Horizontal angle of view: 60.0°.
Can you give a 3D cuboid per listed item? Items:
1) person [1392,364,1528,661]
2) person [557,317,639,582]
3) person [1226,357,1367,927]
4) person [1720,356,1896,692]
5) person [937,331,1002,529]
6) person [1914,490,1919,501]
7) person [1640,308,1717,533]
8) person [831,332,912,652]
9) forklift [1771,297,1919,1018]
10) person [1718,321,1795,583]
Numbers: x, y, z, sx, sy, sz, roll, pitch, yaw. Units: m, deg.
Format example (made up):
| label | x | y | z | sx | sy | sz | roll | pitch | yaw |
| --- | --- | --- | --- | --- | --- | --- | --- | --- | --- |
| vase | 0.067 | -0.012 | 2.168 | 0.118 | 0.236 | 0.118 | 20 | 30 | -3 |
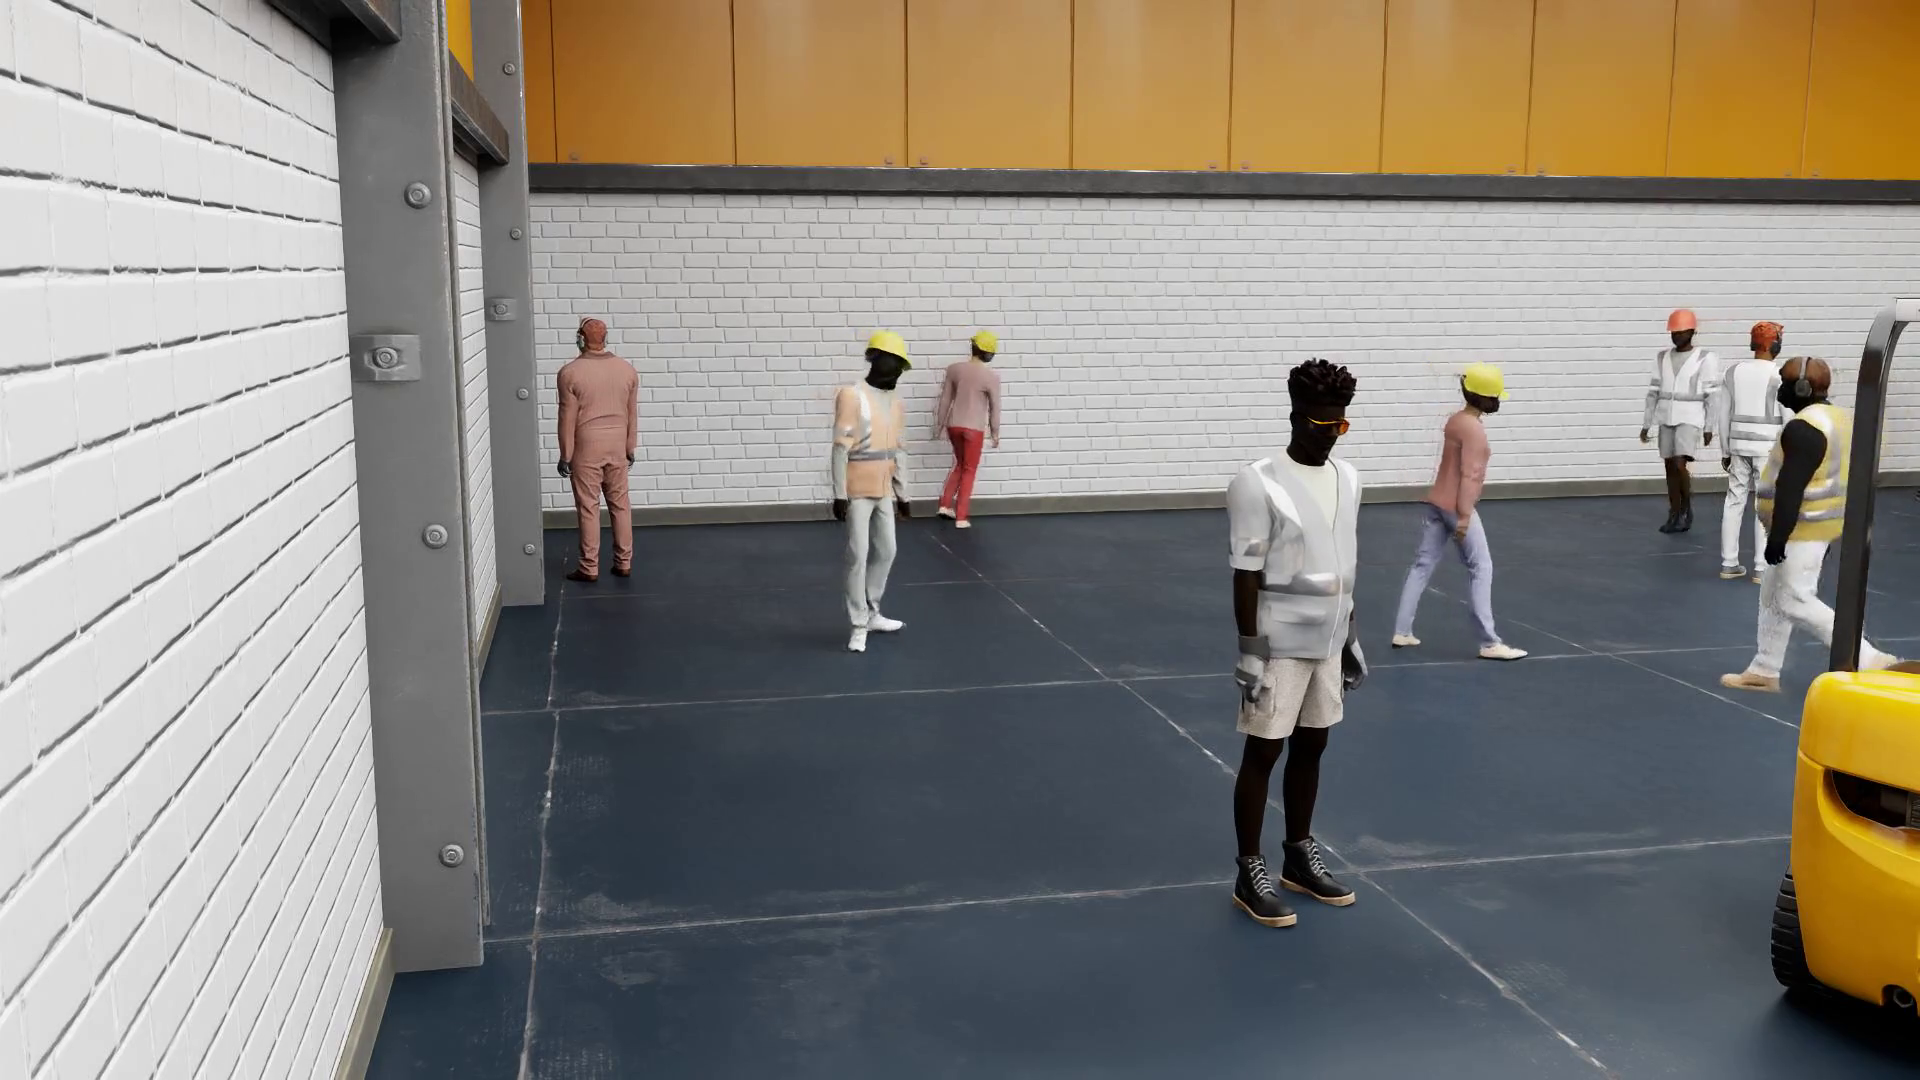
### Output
| label | x | y | z | sx | sy | sz | roll | pitch | yaw |
| --- | --- | --- | --- | --- | --- | --- | --- | --- | --- |
| person | 2.905 | -0.166 | 9.713 | 0.703 | 1.716 | 0.564 | 0 | 9 | -3 |
| person | -2.636 | -0.649 | 12.040 | 0.643 | 1.909 | 0.410 | -9 | 13 | -42 |
| person | 1.191 | 0.347 | 5.808 | 0.602 | 1.958 | 0.381 | -7 | 12 | -36 |
| person | 4.454 | -0.045 | 8.647 | 0.763 | 1.818 | 0.627 | 6 | 11 | 32 |
| person | 0.077 | -0.946 | 14.439 | 0.605 | 1.723 | 0.417 | 6 | 11 | 32 |
| person | 9.526 | -1.282 | 16.124 | 0.404 | 1.833 | 0.588 | 6 | 11 | 33 |
| person | 6.090 | -1.002 | 14.148 | 0.477 | 1.917 | 0.557 | -7 | 12 | -38 |
| person | -0.545 | -0.292 | 9.958 | 0.381 | 1.882 | 0.697 | 6 | 11 | 34 |
| forklift | 3.542 | 0.334 | 5.177 | 2.313 | 2.155 | 1.214 | -9 | 13 | -43 |
| person | 5.753 | -0.629 | 11.994 | 0.356 | 1.883 | 0.574 | -6 | 11 | -34 |
